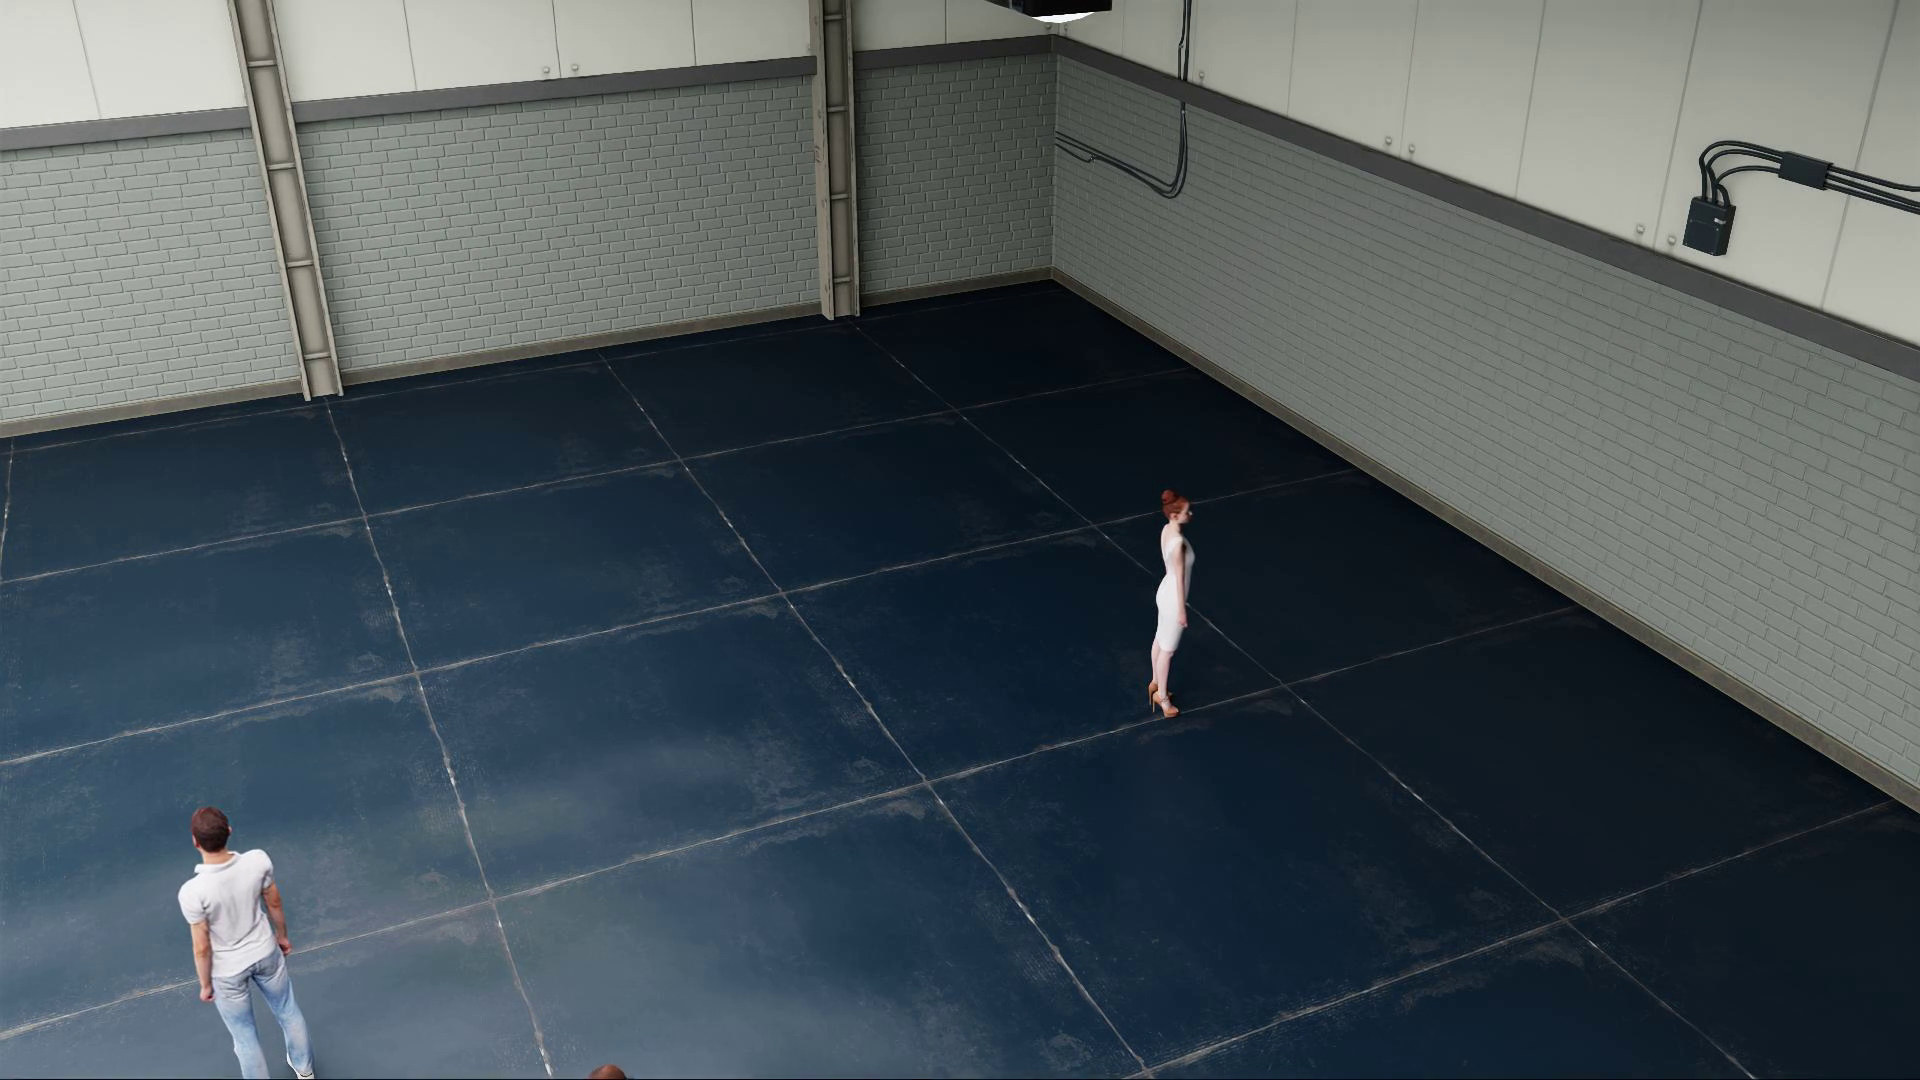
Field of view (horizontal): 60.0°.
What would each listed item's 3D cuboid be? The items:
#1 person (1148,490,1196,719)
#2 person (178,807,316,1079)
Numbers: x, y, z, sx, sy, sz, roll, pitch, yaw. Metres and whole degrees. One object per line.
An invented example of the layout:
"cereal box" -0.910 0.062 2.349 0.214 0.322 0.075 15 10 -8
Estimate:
"person" 1.524 0.456 12.056 0.598 1.791 0.629 -1 27 -3
"person" -3.719 2.182 8.640 0.797 1.850 0.657 19 33 32
